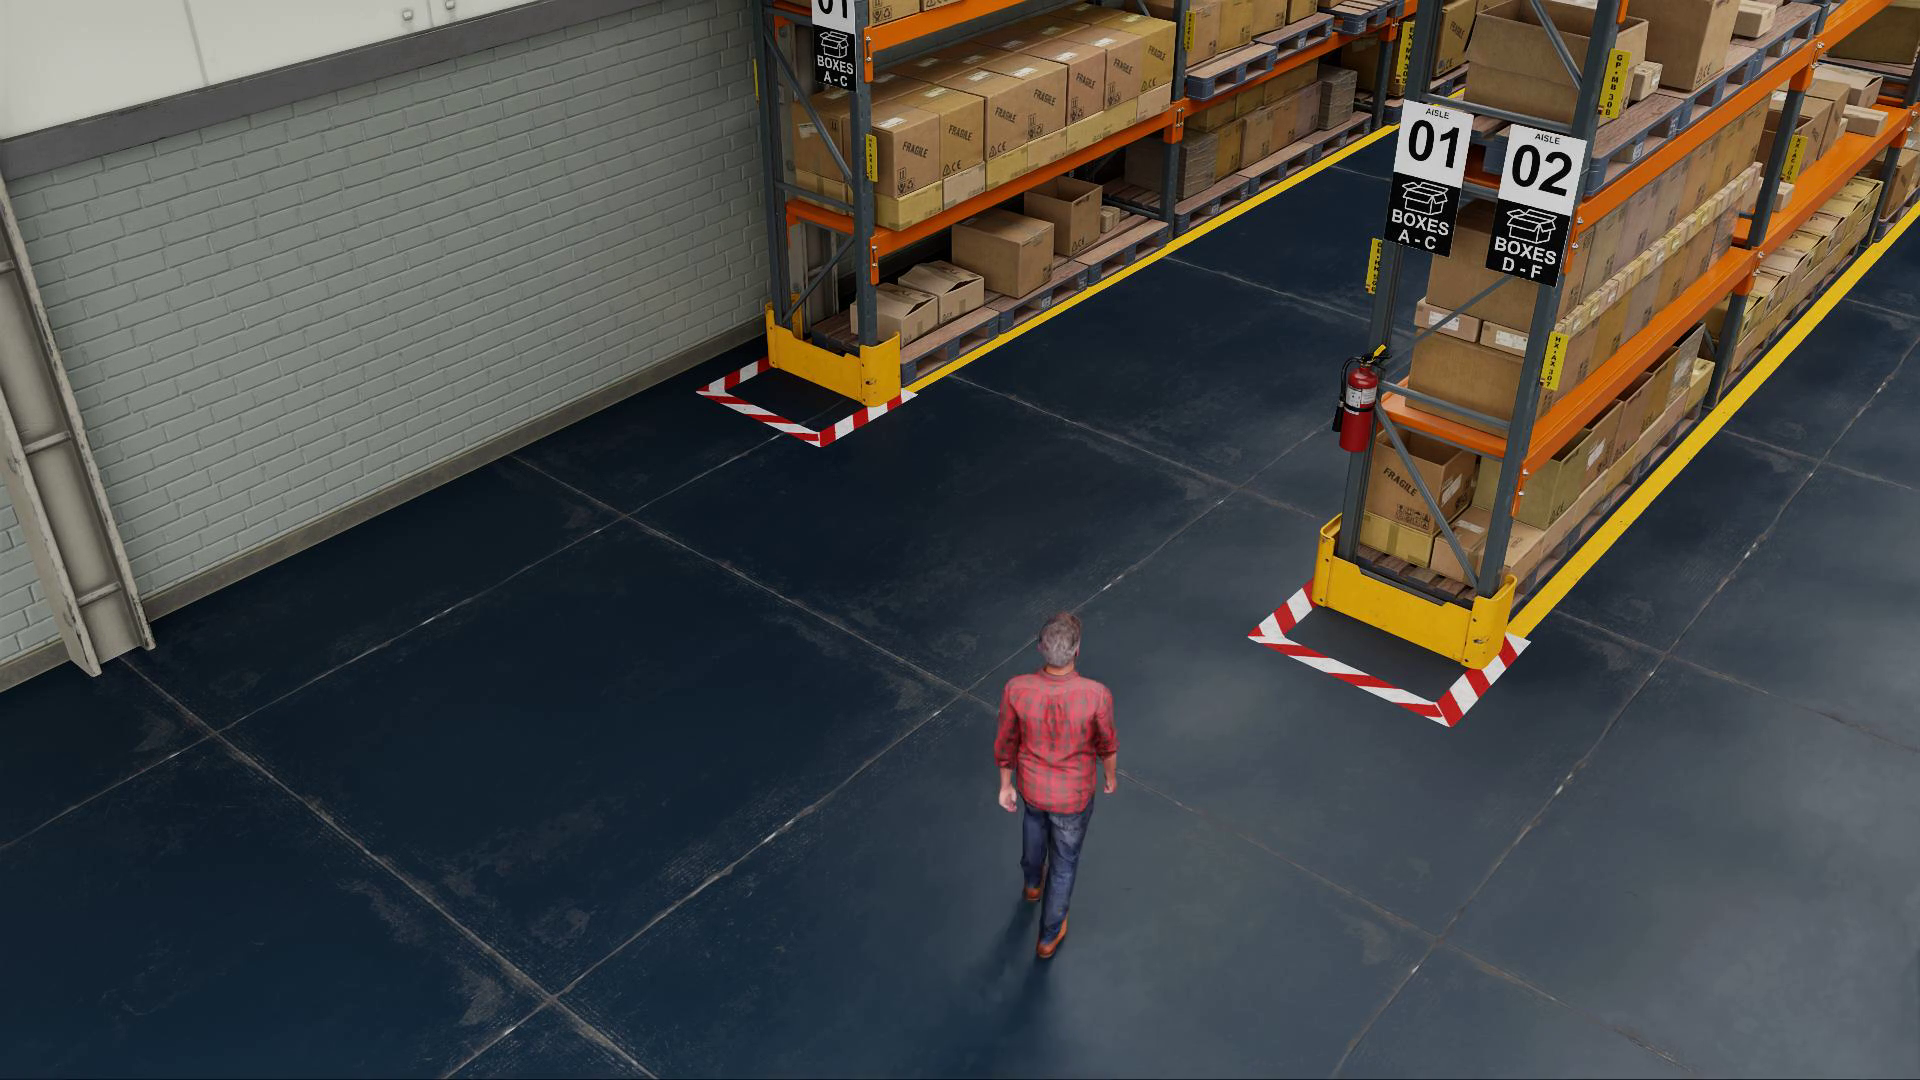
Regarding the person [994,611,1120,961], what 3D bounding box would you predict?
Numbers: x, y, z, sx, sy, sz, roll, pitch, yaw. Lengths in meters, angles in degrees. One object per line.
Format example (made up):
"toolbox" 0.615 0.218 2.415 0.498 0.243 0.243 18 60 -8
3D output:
"person" 0.418 1.173 7.579 0.845 1.811 0.938 12 35 18
